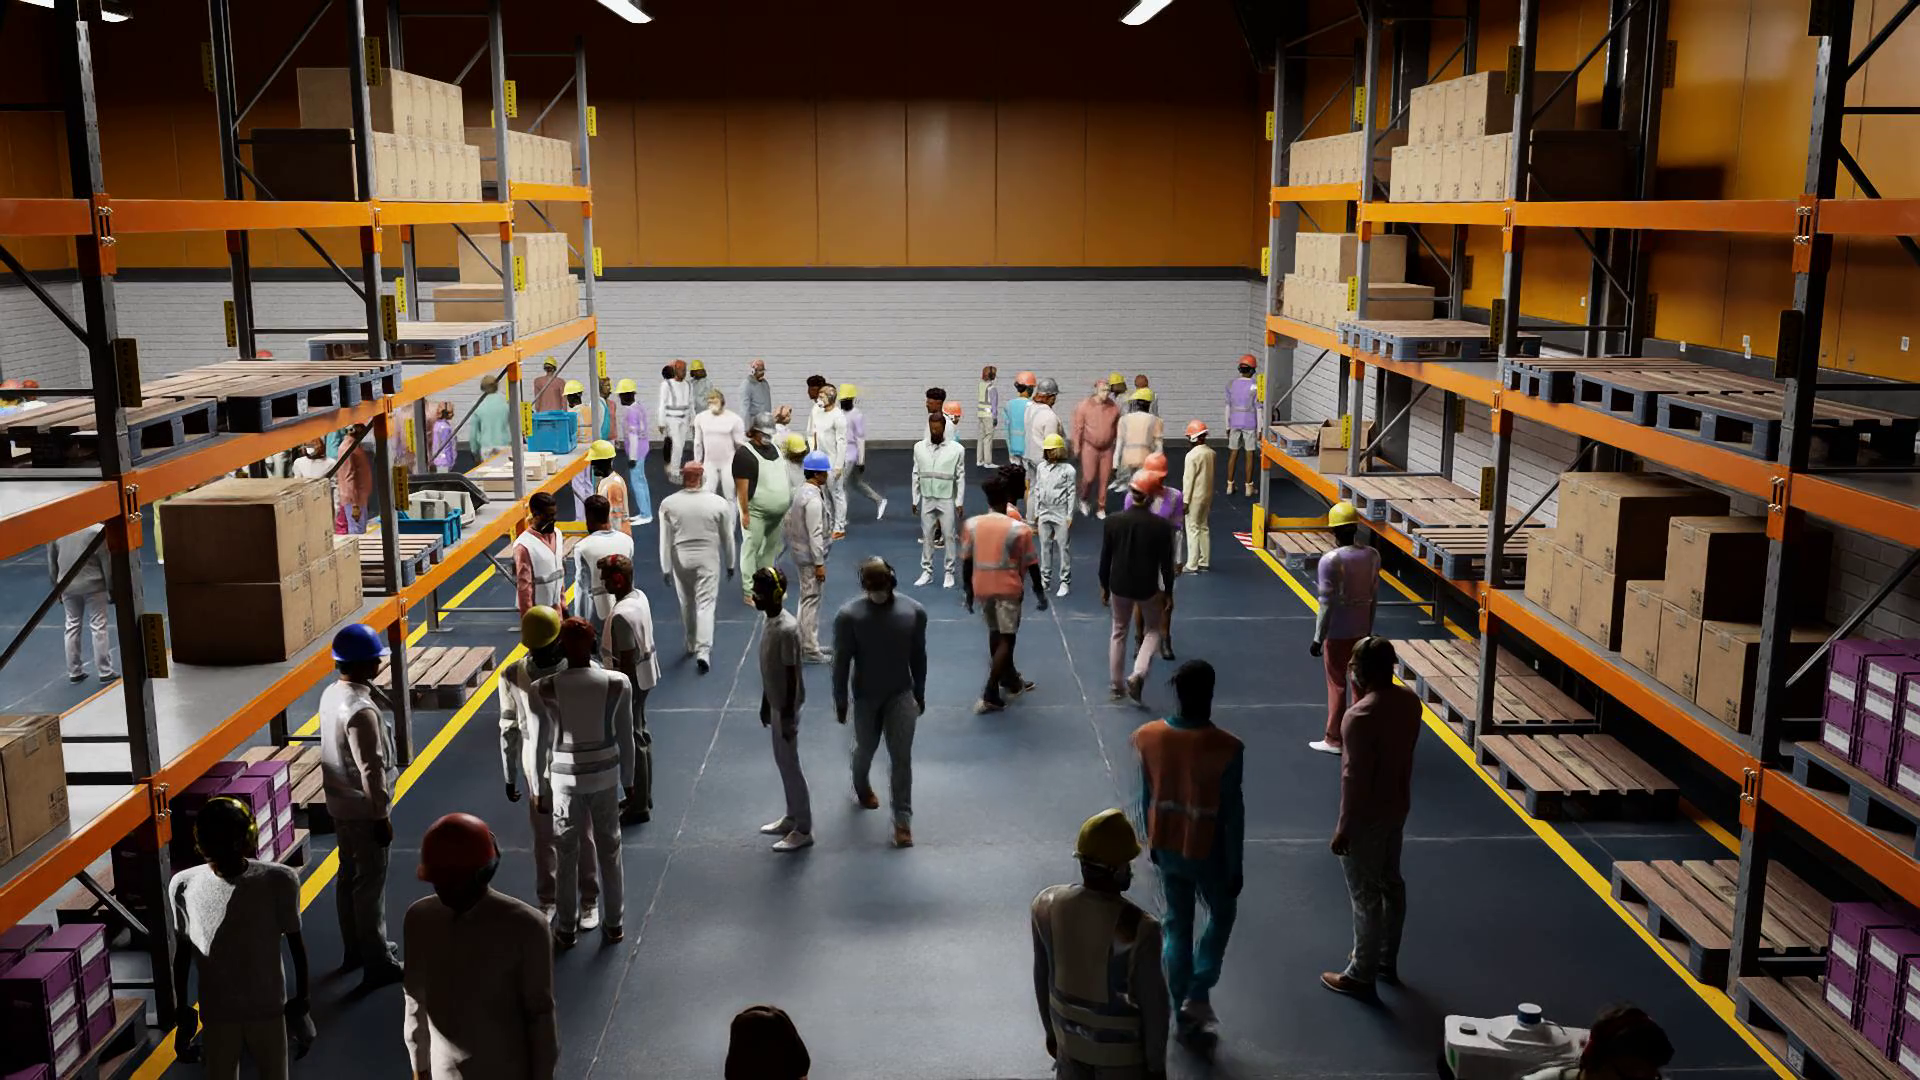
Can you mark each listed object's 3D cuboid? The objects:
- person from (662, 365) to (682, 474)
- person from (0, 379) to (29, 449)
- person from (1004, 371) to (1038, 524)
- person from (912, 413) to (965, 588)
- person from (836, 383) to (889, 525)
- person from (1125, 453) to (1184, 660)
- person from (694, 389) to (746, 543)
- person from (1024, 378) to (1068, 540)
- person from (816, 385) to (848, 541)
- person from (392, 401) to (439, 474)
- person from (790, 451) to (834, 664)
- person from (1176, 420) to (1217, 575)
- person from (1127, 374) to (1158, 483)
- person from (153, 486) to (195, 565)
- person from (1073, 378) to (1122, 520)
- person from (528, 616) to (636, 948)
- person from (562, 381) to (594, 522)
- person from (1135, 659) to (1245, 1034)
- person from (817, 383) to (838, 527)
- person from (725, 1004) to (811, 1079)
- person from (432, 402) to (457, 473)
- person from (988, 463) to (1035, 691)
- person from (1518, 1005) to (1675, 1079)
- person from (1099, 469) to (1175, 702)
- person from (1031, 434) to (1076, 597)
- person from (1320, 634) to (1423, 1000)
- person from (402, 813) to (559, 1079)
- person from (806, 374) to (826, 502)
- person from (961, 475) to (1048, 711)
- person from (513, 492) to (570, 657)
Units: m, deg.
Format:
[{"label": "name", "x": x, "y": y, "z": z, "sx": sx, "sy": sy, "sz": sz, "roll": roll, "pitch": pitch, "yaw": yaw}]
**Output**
[{"label": "person", "x": -4.519, "y": -1.884, "z": 25.941, "sx": 0.321, "sy": 1.697, "sz": 0.529, "roll": -2, "pitch": 12, "yaw": -12}, {"label": "person", "x": -11.706, "y": -0.969, "z": 20.594, "sx": 0.628, "sy": 2.010, "sz": 0.713, "roll": -3, "pitch": 12, "yaw": -16}, {"label": "person", "x": 0.843, "y": -1.153, "z": 21.400, "sx": 0.608, "sy": 2.046, "sz": 0.367, "roll": 11, "pitch": 15, "yaw": 42}, {"label": "person", "x": -0.238, "y": -0.439, "z": 18.144, "sx": 0.597, "sy": 1.916, "sz": 0.379, "roll": 4, "pitch": 12, "yaw": 17}, {"label": "person", "x": -1.340, "y": -1.118, "z": 21.641, "sx": 0.855, "sy": 1.897, "sz": 0.602, "roll": -4, "pitch": 12, "yaw": -20}, {"label": "person", "x": 1.769, "y": 0.151, "z": 15.180, "sx": 0.548, "sy": 1.925, "sz": 0.392, "roll": -1, "pitch": 11, "yaw": -3}, {"label": "person", "x": -2.938, "y": -0.902, "z": 20.468, "sx": 0.724, "sy": 1.915, "sz": 0.458, "roll": 2, "pitch": 11, "yaw": 9}, {"label": "person", "x": 1.093, "y": -1.022, "z": 20.756, "sx": 0.535, "sy": 2.000, "sz": 0.681, "roll": -5, "pitch": 12, "yaw": -23}, {"label": "person", "x": -1.617, "y": -0.959, "z": 20.699, "sx": 0.371, "sy": 1.940, "sz": 0.627, "roll": -7, "pitch": 13, "yaw": -31}, {"label": "person", "x": -7.093, "y": -1.133, "z": 21.787, "sx": 0.680, "sy": 1.856, "sz": 0.998, "roll": 4, "pitch": 12, "yaw": 18}, {"label": "person", "x": -1.332, "y": 0.155, "z": 15.122, "sx": 0.418, "sy": 1.939, "sz": 0.608, "roll": -3, "pitch": 12, "yaw": -14}, {"label": "person", "x": 2.671, "y": -0.485, "z": 18.821, "sx": 0.348, "sy": 1.740, "sz": 0.574, "roll": 9, "pitch": 14, "yaw": 37}, {"label": "person", "x": 2.716, "y": -1.660, "z": 24.967, "sx": 0.514, "sy": 1.641, "sz": 0.308, "roll": -1, "pitch": 11, "yaw": -7}, {"label": "person", "x": -9.188, "y": -0.666, "z": 19.286, "sx": 0.589, "sy": 1.918, "sz": 0.395, "roll": -3, "pitch": 12, "yaw": -15}, {"label": "person", "x": 1.836, "y": -1.196, "z": 21.989, "sx": 0.684, "sy": 1.893, "sz": 0.402, "roll": -3, "pitch": 12, "yaw": -14}, {"label": "person", "x": -2.096, "y": 1.350, "z": 9.278, "sx": 0.576, "sy": 1.880, "sz": 0.351, "roll": -4, "pitch": 12, "yaw": -18}, {"label": "person", "x": -4.927, "y": -1.102, "z": 21.493, "sx": 0.398, "sy": 1.912, "sz": 0.592, "roll": 2, "pitch": 11, "yaw": 11}, {"label": "person", "x": 1.151, "y": 1.531, "z": 8.302, "sx": 0.616, "sy": 1.894, "sz": 0.453, "roll": 7, "pitch": 13, "yaw": 33}, {"label": "person", "x": -1.651, "y": -1.037, "z": 21.136, "sx": 0.392, "sy": 1.922, "sz": 0.592, "roll": 0, "pitch": 11, "yaw": 2}, {"label": "person", "x": -0.597, "y": 2.258, "z": 5.333, "sx": 0.285, "sy": 1.634, "sz": 0.499, "roll": 2, "pitch": 11, "yaw": 9}, {"label": "person", "x": -6.677, "y": -0.981, "z": 21.588, "sx": 0.312, "sy": 1.632, "sz": 0.526, "roll": -6, "pitch": 13, "yaw": -27}, {"label": "person", "x": 0.418, "y": 0.311, "z": 14.271, "sx": 0.368, "sy": 1.962, "sz": 0.600, "roll": -3, "pitch": 12, "yaw": -14}, {"label": "person", "x": 1.900, "y": 2.219, "z": 5.057, "sx": 0.603, "sy": 1.815, "sz": 0.453, "roll": 0, "pitch": 11, "yaw": -2}, {"label": "person", "x": 1.446, "y": 0.399, "z": 13.797, "sx": 0.652, "sy": 1.974, "sz": 0.549, "roll": 6, "pitch": 13, "yaw": 26}, {"label": "person", "x": 0.996, "y": -0.268, "z": 17.726, "sx": 0.493, "sy": 1.743, "sz": 0.295, "roll": 8, "pitch": 14, "yaw": 33}, {"label": "person", "x": 2.150, "y": 1.436, "z": 8.697, "sx": 0.373, "sy": 1.937, "sz": 0.629, "roll": 10, "pitch": 15, "yaw": 41}, {"label": "person", "x": -1.760, "y": 1.934, "z": 6.079, "sx": 0.616, "sy": 1.986, "sz": 0.407, "roll": 3, "pitch": 12, "yaw": 15}, {"label": "person", "x": -1.830, "y": -1.195, "z": 21.853, "sx": 0.377, "sy": 1.958, "sz": 0.607, "roll": 1, "pitch": 11, "yaw": 6}, {"label": "person", "x": 0.320, "y": 0.425, "z": 13.794, "sx": 0.644, "sy": 1.917, "sz": 0.720, "roll": 7, "pitch": 13, "yaw": 33}, {"label": "person", "x": -3.316, "y": 0.553, "z": 13.205, "sx": 0.402, "sy": 1.908, "sz": 0.598, "roll": 3, "pitch": 12, "yaw": 15}]
